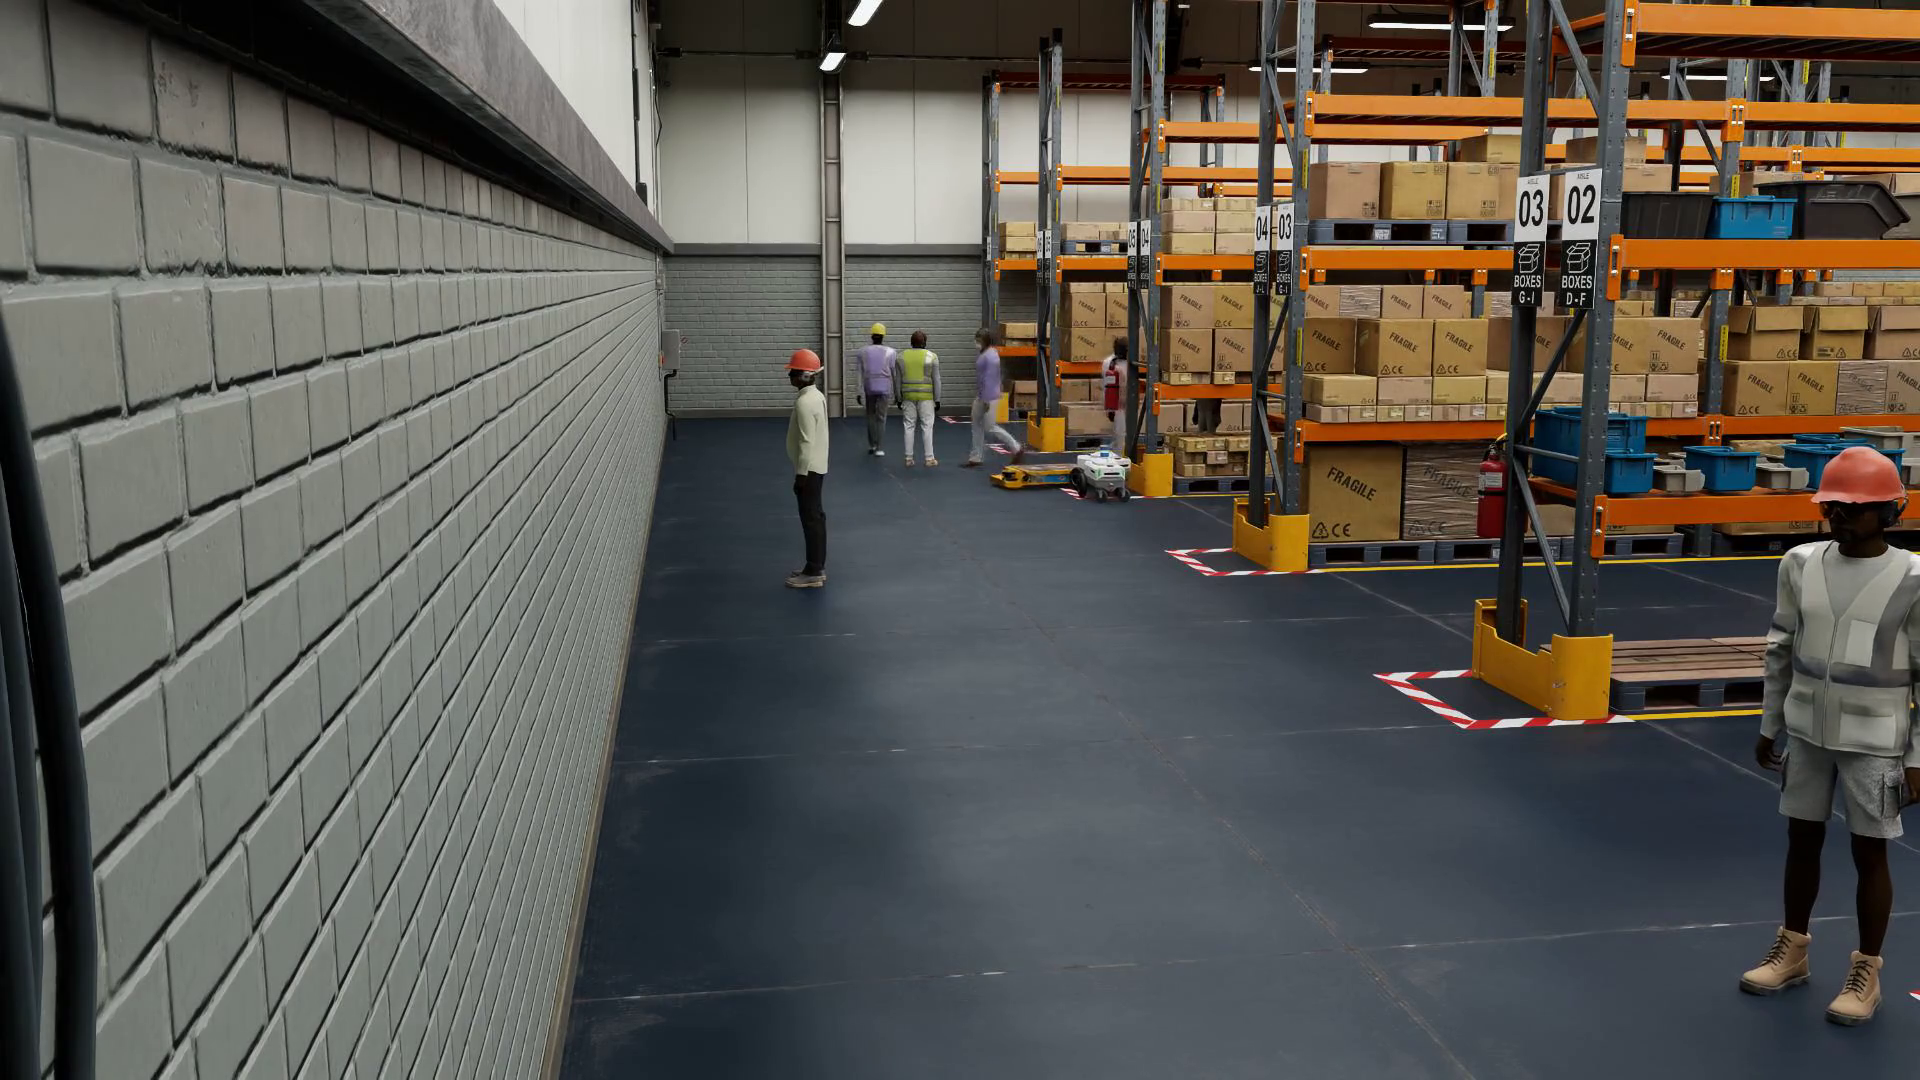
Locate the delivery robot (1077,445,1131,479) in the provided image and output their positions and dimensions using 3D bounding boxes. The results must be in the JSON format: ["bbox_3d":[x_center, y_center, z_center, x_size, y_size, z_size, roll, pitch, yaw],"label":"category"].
[{"bbox_3d":[1.727,-0.892,19.932,0.477,0.478,0.707,-6,11,-34],"label":"delivery robot"}]

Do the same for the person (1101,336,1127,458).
[{"bbox_3d":[2.056,-1.727,21.481,0.584,1.817,0.645,8,12,40],"label":"person"}]

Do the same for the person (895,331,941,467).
[{"bbox_3d":[-0.558,-1.912,22.554,0.634,1.842,0.429,2,10,14],"label":"person"}]

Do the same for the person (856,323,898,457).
[{"bbox_3d":[-1.172,-2.165,23.972,0.603,1.889,0.913,1,9,6],"label":"person"}]

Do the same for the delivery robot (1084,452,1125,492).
[{"bbox_3d":[1.671,-0.779,19.236,0.477,0.478,0.707,-2,9,-9],"label":"delivery robot"}]

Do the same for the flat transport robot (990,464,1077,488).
[{"bbox_3d":[1.142,-0.807,20.565,1.431,0.197,0.652,-3,10,-16],"label":"flat transport robot"}]

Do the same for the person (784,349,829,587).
[{"bbox_3d":[-1.286,-0.605,14.012,0.372,1.997,0.621,1,9,4],"label":"person"}]

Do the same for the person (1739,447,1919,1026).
[{"bbox_3d":[3.126,0.687,5.903,0.376,2.042,0.614,-7,11,-35],"label":"person"}]

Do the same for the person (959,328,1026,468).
[{"bbox_3d":[0.436,-1.886,22.227,0.809,1.910,0.640,-2,9,-12],"label":"person"}]

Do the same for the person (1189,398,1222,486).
[{"bbox_3d":[3.044,-1.591,20.527,0.333,1.860,0.510,-5,10,-27],"label":"person"}]
